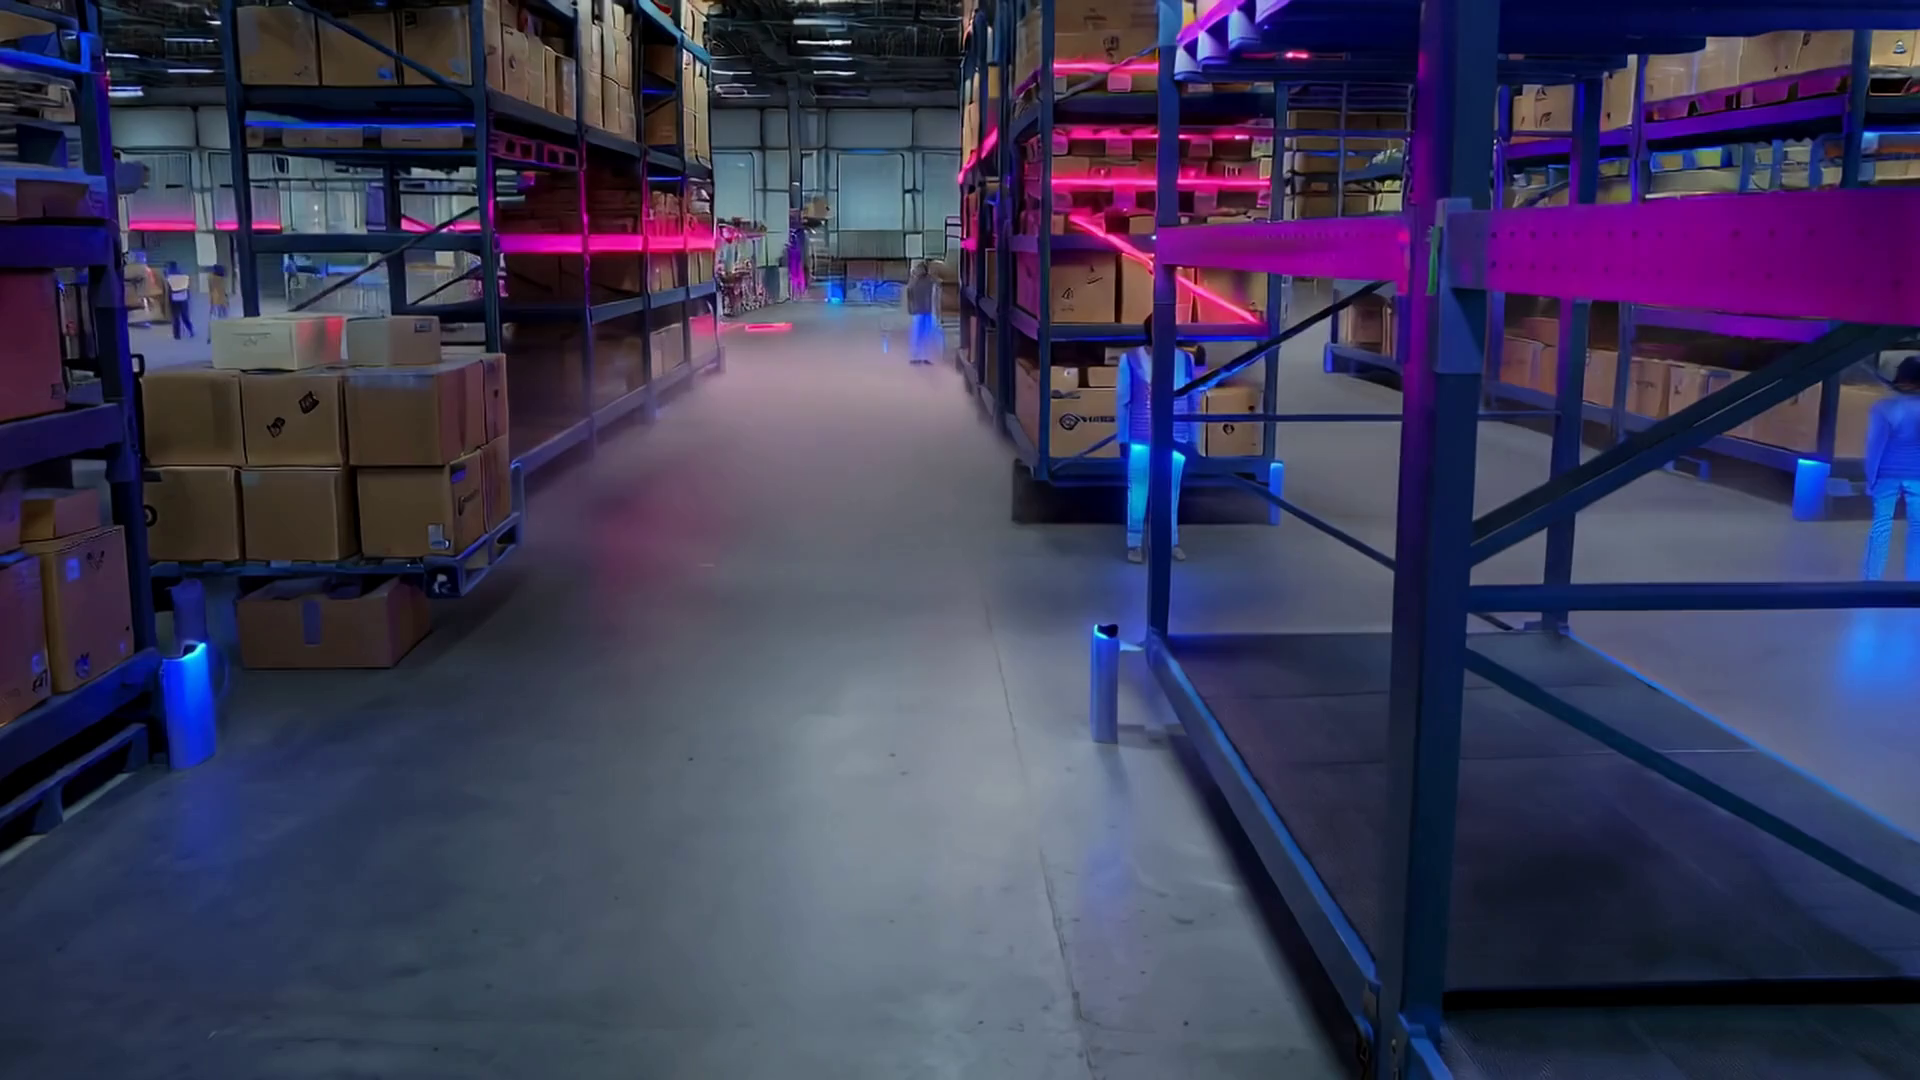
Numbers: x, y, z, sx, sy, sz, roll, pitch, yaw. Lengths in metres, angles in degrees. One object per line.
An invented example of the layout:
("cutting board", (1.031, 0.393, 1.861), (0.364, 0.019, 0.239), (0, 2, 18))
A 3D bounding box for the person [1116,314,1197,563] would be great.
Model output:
("person", (1.450, -0.752, 12.199), (0.626, 1.847, 0.429), (-2, 10, -13))

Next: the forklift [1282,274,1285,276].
("forklift", (12.242, -10.301, 62.508), (1.129, 2.768, 1.873), (0, 10, -2))

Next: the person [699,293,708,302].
("person", (-5.076, -4.295, 31.985), (1.031, 1.826, 0.590), (7, 12, 33))

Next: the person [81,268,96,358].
("person", (-16.277, -4.218, 31.380), (1.019, 1.882, 0.565), (2, 10, 13))

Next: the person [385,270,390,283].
("person", (-18.787, -8.372, 55.055), (0.317, 1.696, 0.540), (4, 11, 21))

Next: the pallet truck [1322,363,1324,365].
("pallet truck", (7.712, -4.157, 30.737), (1.885, 1.965, 0.823), (3, 11, 16))

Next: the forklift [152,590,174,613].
("forklift", (-5.858, -0.811, 9.639), (1.873, 2.768, 1.129), (-1, 10, -3))

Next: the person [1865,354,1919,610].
("person", (6.065, -0.372, 10.660), (0.499, 1.636, 0.286), (10, 14, 44))

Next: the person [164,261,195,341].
("person", (-18.350, -5.610, 39.089), (0.649, 1.902, 0.602), (8, 13, 37))

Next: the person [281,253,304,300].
("person", (-26.687, -10.581, 66.690), (1.033, 1.944, 0.625), (-9, 14, -41))

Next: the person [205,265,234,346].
("person", (-16.765, -5.320, 37.734), (0.549, 1.818, 0.994), (8, 13, 36))

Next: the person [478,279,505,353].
("person", (-9.598, -4.738, 34.153), (0.549, 1.935, 0.366), (-5, 11, -25))

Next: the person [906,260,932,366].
("person", (-0.760, -4.292, 31.497), (0.382, 1.993, 0.622), (9, 13, 40))
